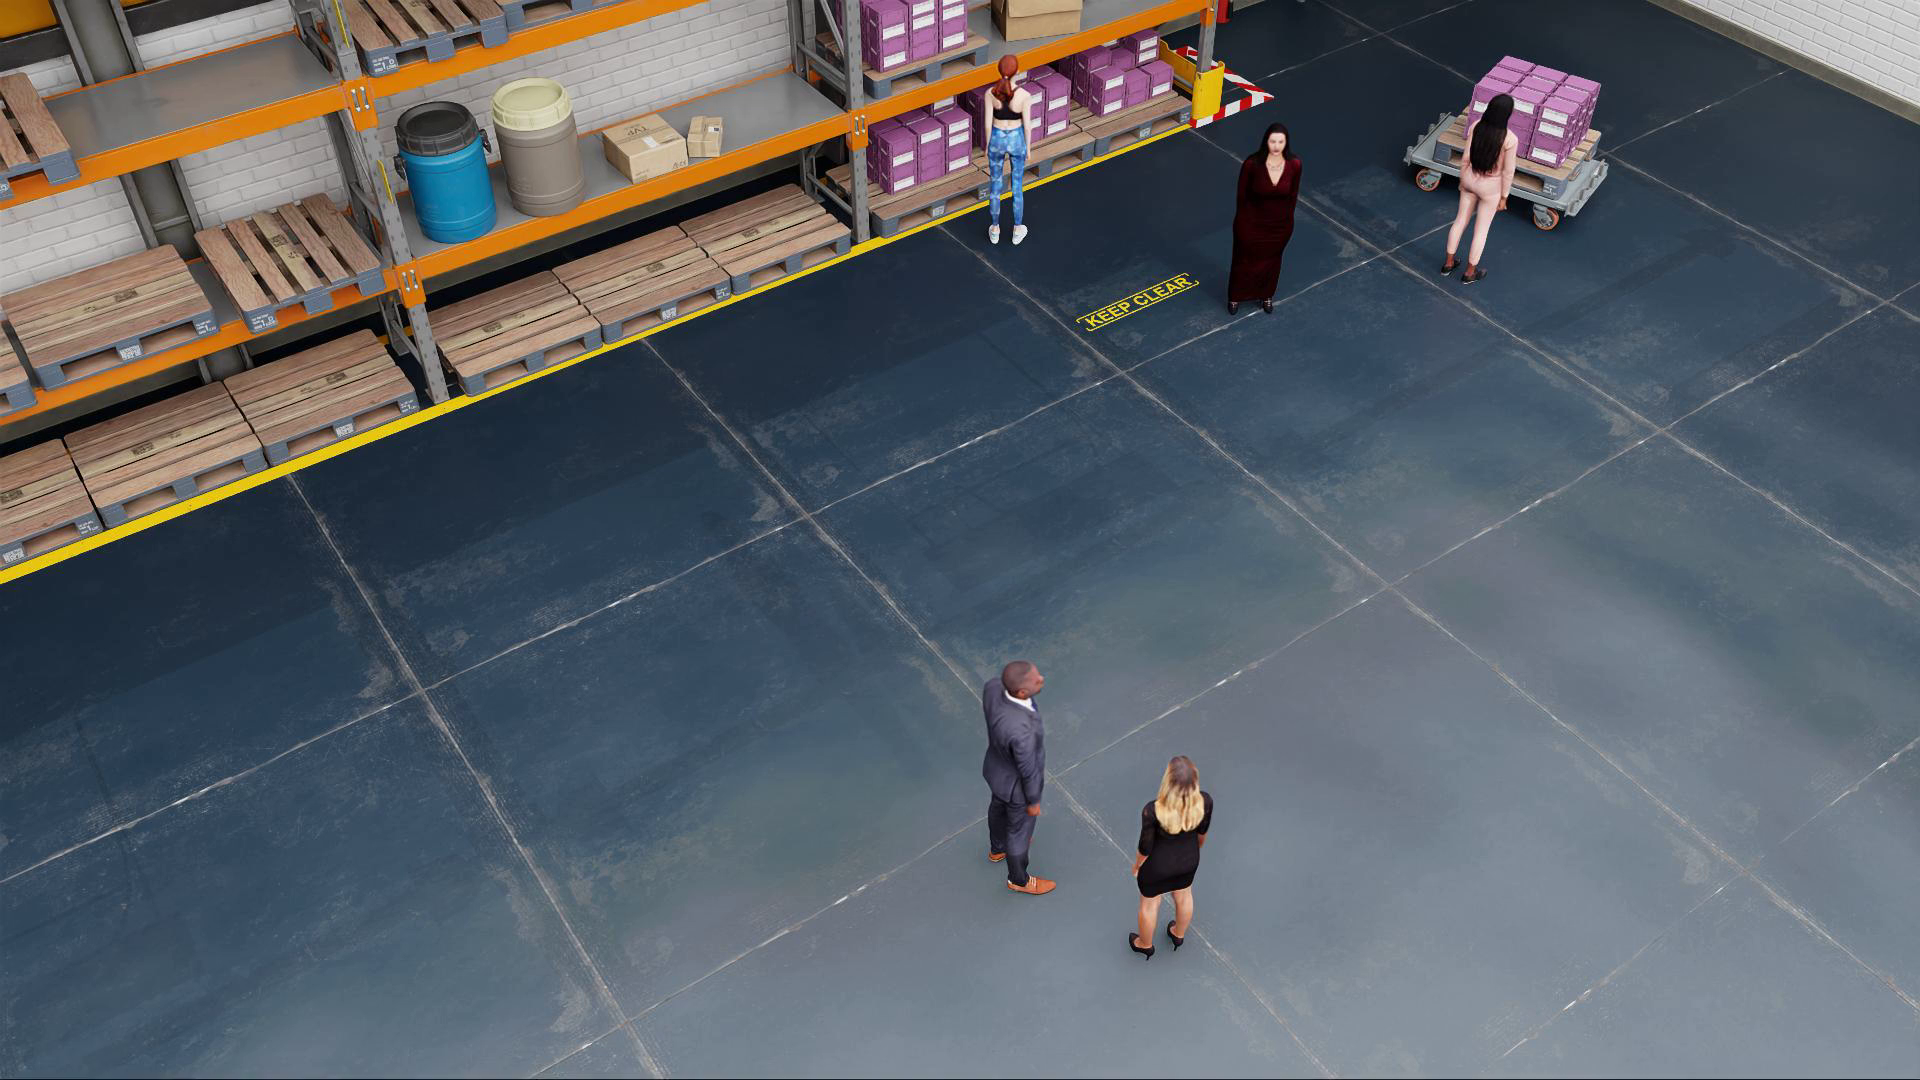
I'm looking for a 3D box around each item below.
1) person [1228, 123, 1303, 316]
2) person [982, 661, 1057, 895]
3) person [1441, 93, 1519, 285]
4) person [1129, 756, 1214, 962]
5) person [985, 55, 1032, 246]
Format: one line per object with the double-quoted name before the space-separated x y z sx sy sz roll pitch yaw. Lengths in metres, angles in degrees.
"person" 2.483 -2.623 13.620 0.721 1.757 0.823 -2 44 -2
"person" 0.314 1.326 9.426 0.701 1.824 0.751 -14 45 -14
"person" 4.390 -2.962 14.003 0.553 1.720 0.645 -32 52 -29
"person" 1.142 1.751 9.087 0.497 1.677 0.660 -12 45 -12
"person" 0.409 -3.372 14.386 0.682 1.785 0.747 4 44 4
